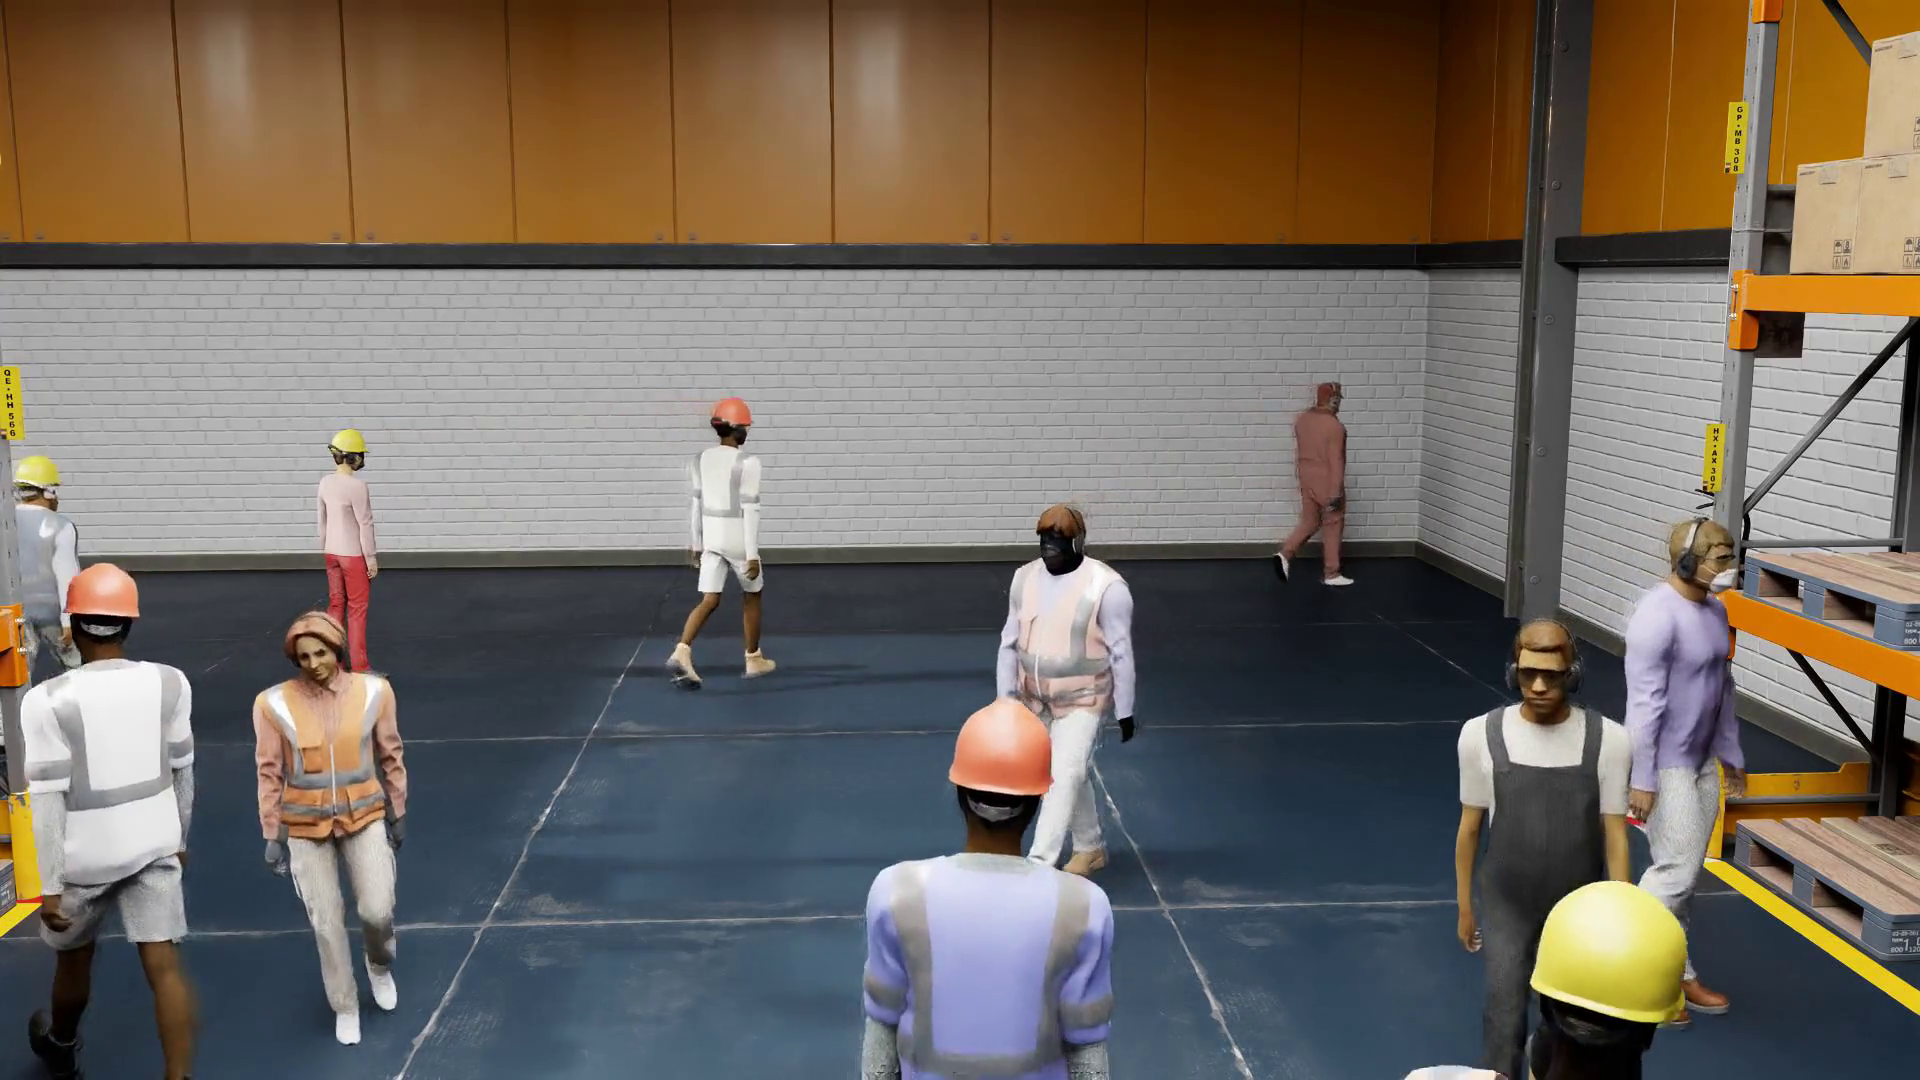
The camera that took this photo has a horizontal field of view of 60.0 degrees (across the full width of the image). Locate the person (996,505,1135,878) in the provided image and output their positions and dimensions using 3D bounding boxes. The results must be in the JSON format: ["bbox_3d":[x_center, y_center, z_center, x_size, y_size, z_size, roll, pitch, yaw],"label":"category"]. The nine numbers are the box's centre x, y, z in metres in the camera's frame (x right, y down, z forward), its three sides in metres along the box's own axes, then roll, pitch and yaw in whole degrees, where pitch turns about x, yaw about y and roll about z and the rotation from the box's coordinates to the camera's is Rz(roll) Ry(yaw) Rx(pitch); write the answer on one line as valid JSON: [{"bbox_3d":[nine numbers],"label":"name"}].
[{"bbox_3d":[0.411,0.745,7.532,0.654,1.794,0.959,8,12,40],"label":"person"}]

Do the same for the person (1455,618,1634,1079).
[{"bbox_3d":[1.797,1.115,5.172,0.520,1.820,0.824,3,9,16],"label":"person"}]

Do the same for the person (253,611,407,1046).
[{"bbox_3d":[-2.294,1.059,6.115,0.519,1.624,0.363,-4,10,-25],"label":"person"}]

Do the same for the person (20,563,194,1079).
[{"bbox_3d":[-2.882,1.014,5.605,0.993,1.874,0.559,8,12,40],"label":"person"}]

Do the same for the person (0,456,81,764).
[{"bbox_3d":[-5.419,0.399,9.786,0.583,1.789,0.941,1,9,7],"label":"person"}]

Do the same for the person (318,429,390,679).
[{"bbox_3d":[-4.256,0.108,11.647,0.533,1.765,0.329,6,11,34],"label":"person"}]

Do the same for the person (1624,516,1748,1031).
[{"bbox_3d":[2.763,0.866,6.351,0.427,1.930,0.657,9,13,44],"label":"person"}]

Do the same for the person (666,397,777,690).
[{"bbox_3d":[-1.663,0.026,11.451,0.620,2.010,0.977,6,11,31],"label":"person"}]

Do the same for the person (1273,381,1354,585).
[{"bbox_3d":[3.246,-0.500,15.096,0.702,1.884,0.654,-5,10,-27],"label":"person"}]

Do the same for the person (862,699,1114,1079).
[{"bbox_3d":[0.057,1.311,3.634,0.554,1.914,0.745,0,9,-1],"label":"person"}]

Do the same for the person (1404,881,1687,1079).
[{"bbox_3d":[0.931,1.467,2.634,0.622,1.911,0.448,7,12,39],"label":"person"}]
